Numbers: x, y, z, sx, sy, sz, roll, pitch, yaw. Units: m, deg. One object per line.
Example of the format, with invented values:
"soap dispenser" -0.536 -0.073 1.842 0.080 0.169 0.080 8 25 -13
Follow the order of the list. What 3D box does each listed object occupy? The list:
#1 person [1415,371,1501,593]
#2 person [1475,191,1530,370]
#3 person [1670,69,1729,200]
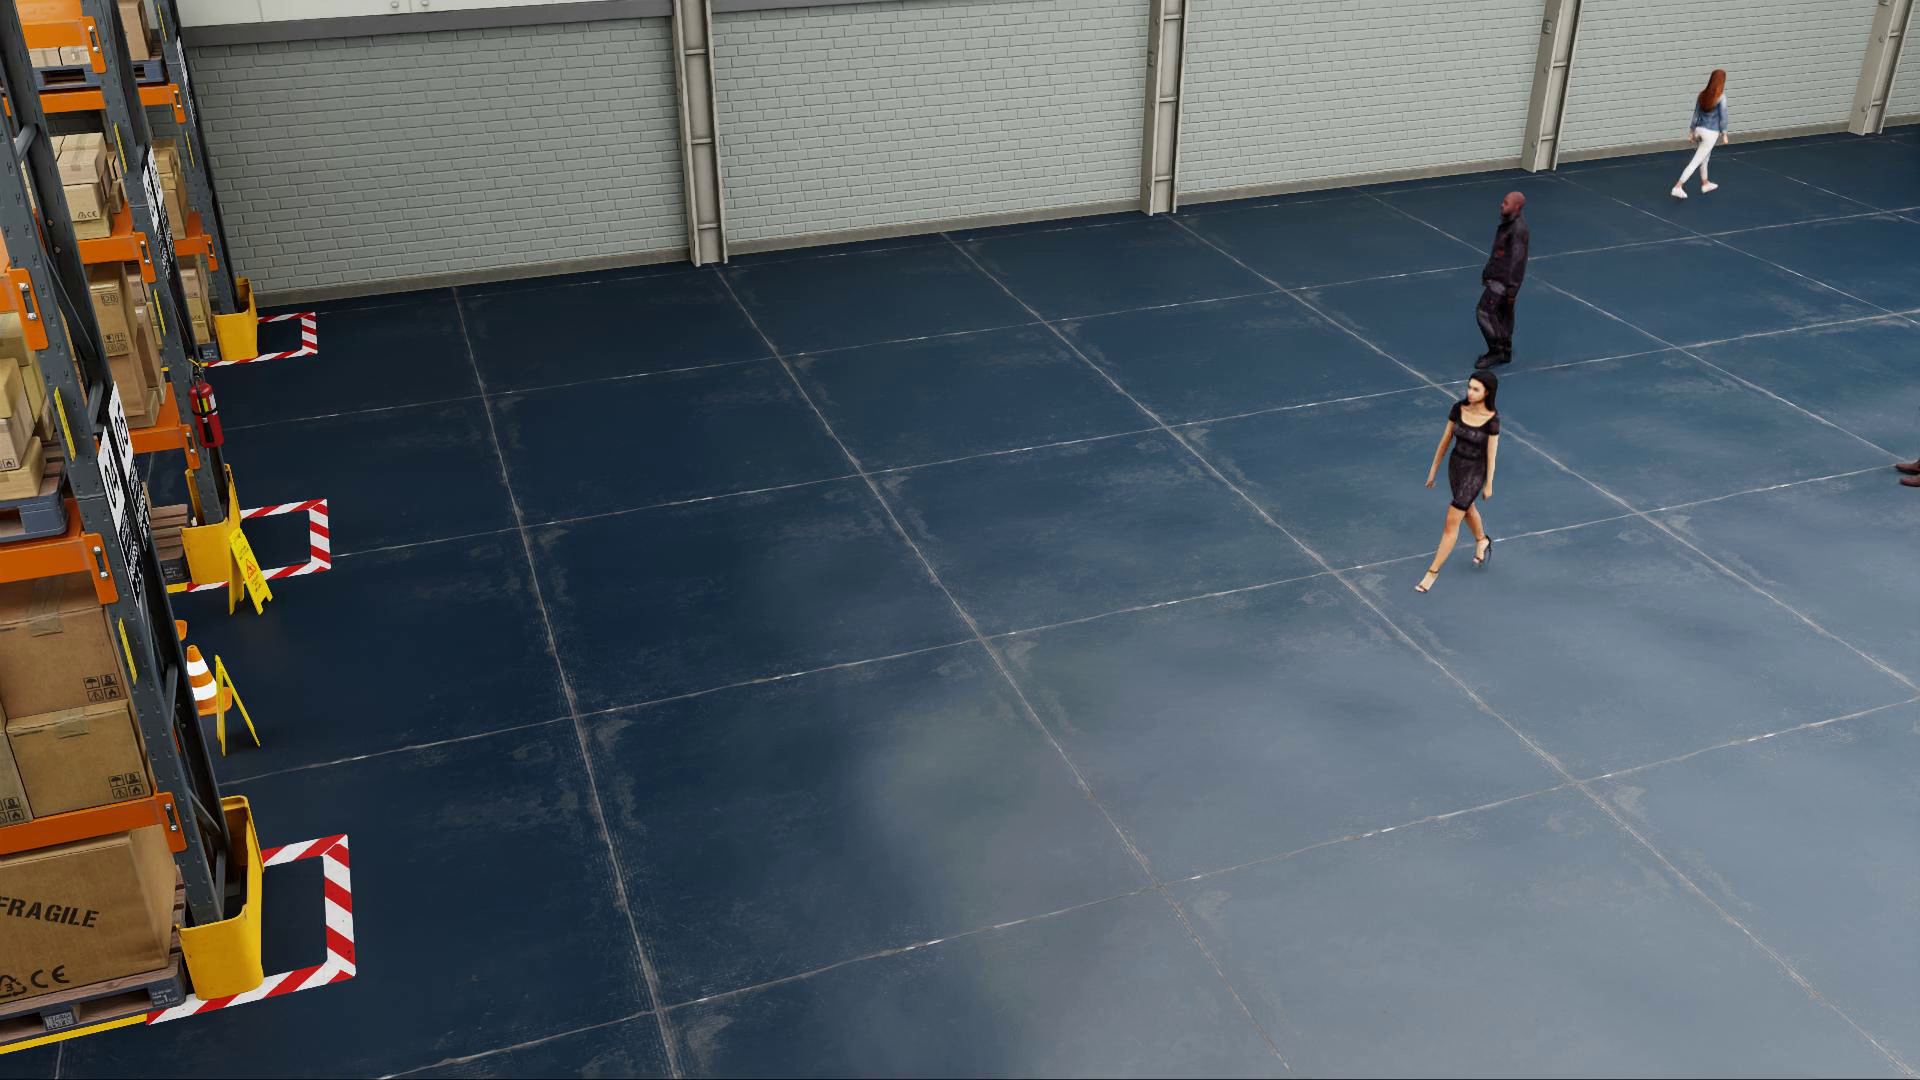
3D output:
"person" 3.948 -0.468 12.785 1.201 1.743 0.828 -18 33 -31
"person" 5.598 -2.625 16.760 0.868 1.813 0.845 4 28 8
"person" 9.792 -5.319 21.980 1.104 1.662 0.609 -10 30 -17
